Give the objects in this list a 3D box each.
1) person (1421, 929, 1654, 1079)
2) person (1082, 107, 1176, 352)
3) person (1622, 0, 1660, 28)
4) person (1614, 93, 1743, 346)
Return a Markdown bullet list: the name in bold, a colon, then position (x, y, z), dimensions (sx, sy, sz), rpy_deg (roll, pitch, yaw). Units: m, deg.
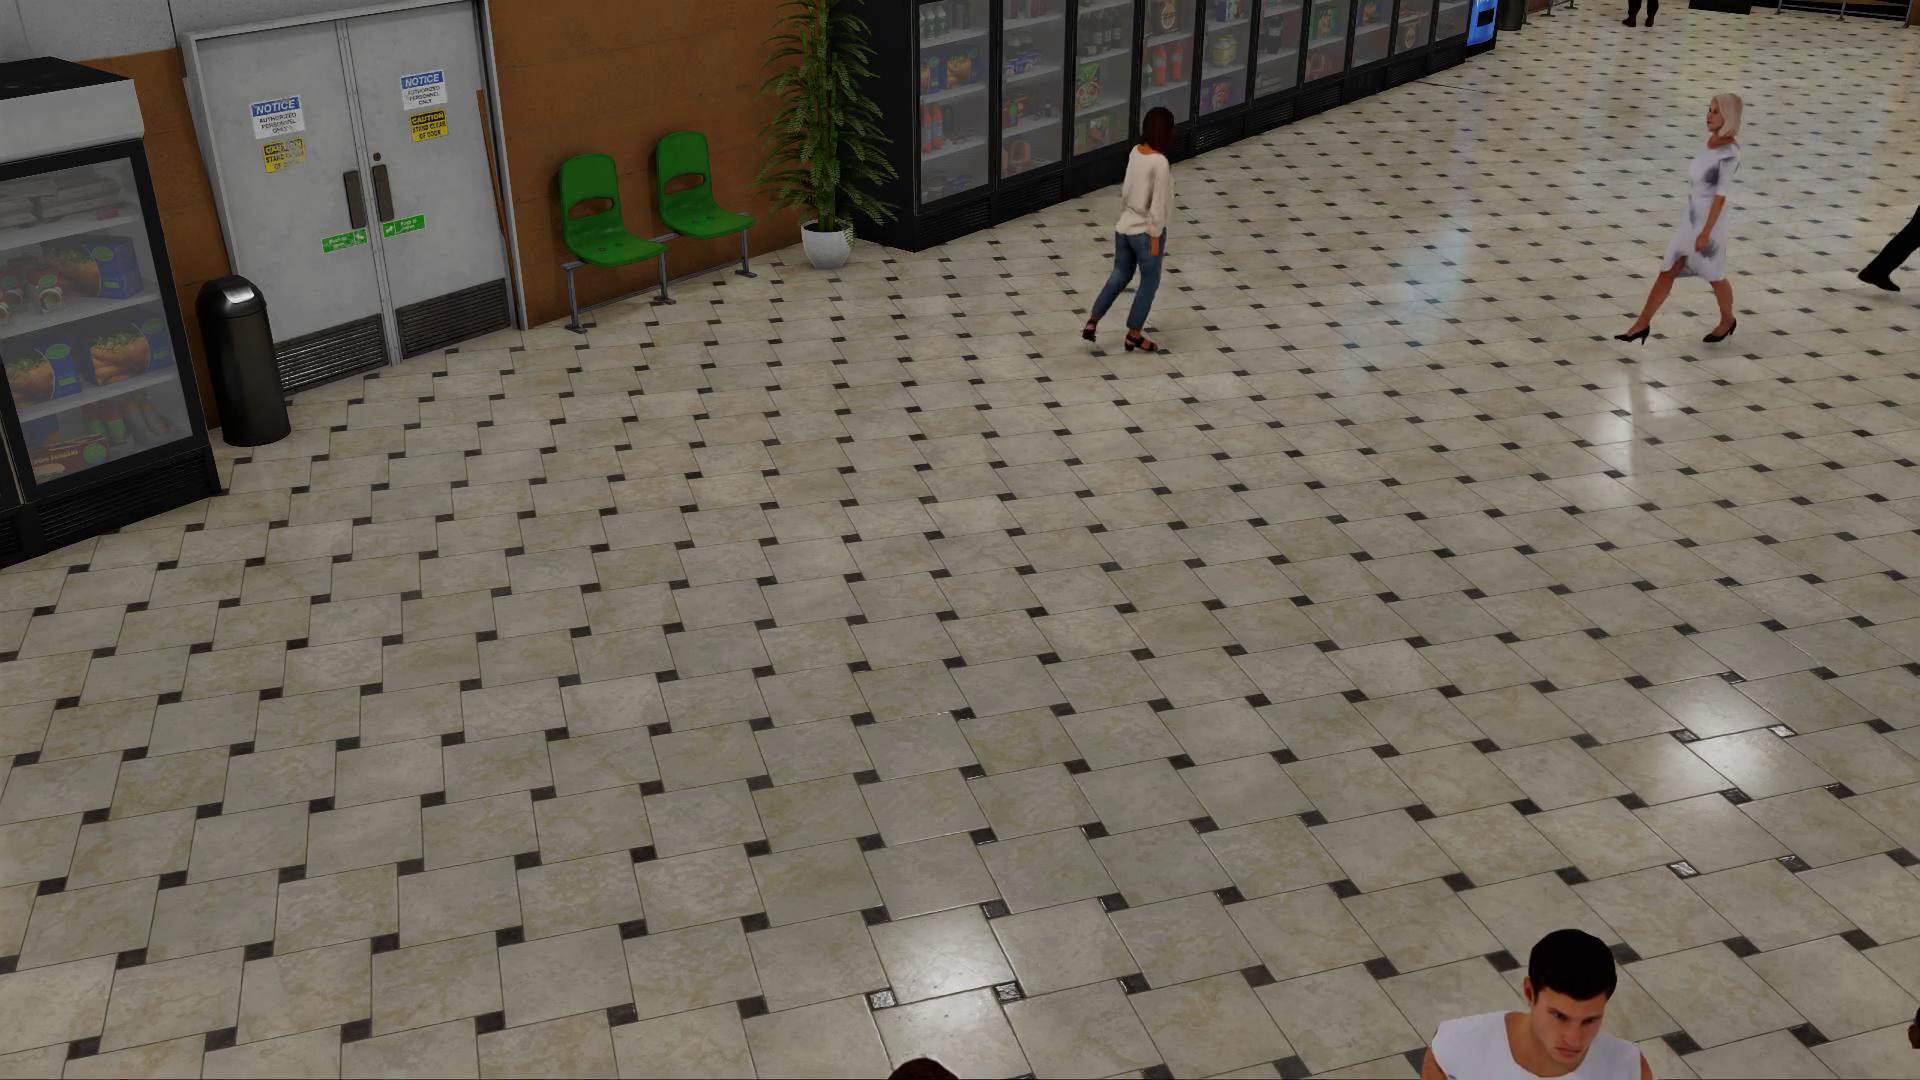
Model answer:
- **person**: position (1.257, 1.573, 3.797), dimensions (0.893, 1.776, 0.891), rpy_deg (9, 28, 17)
- **person**: position (1.149, -2.022, 11.020), dimensions (0.880, 1.655, 0.840), rpy_deg (-14, 30, -26)
- **person**: position (9.267, -7.892, 22.320), dimensions (0.745, 1.904, 0.852), rpy_deg (3, 27, 6)
- **person**: position (5.026, -2.071, 11.067), dimensions (1.097, 1.700, 1.079), rpy_deg (-4, 27, -8)
